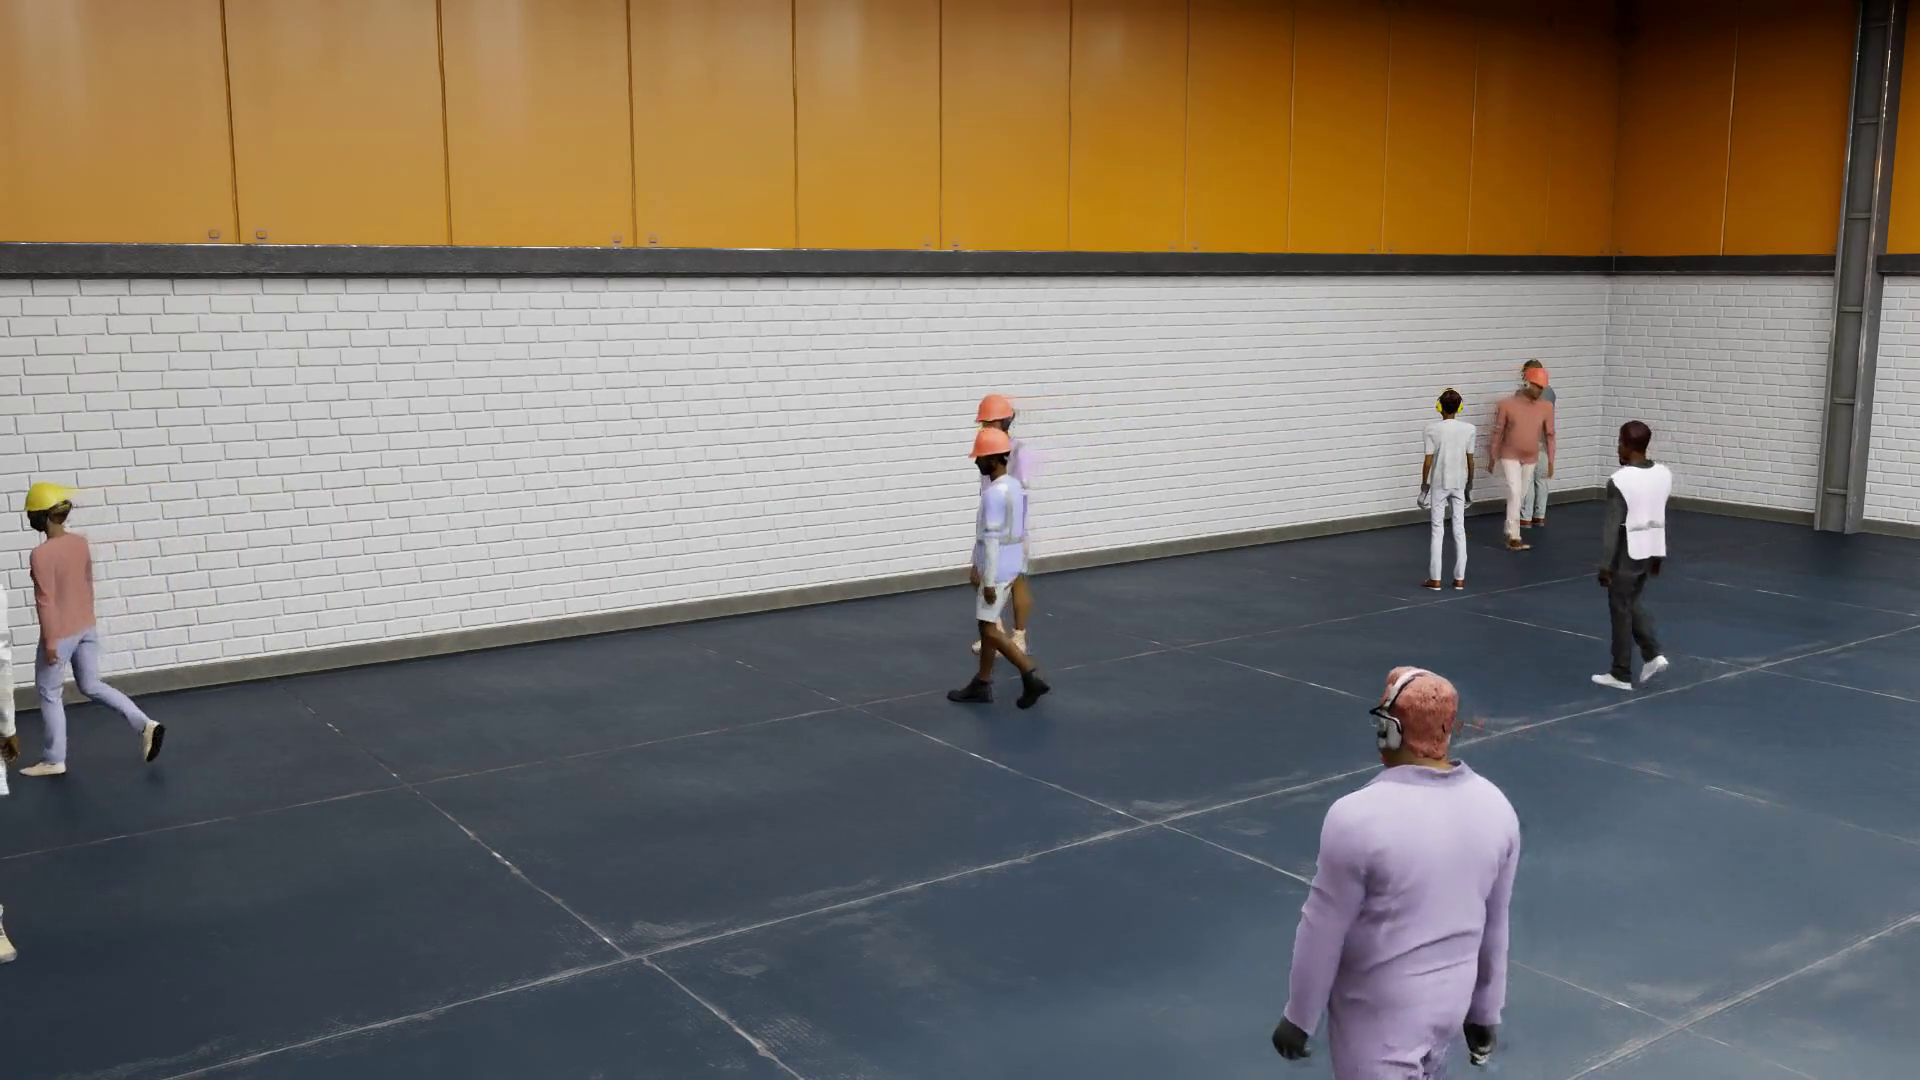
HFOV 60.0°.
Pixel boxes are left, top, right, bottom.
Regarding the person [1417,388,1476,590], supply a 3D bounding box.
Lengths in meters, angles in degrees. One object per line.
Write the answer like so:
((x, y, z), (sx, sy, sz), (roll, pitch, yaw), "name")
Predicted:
((4.498, -0.467, 15.388), (0.519, 1.874, 0.331), (0, 9, -1), "person")

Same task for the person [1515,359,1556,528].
((6.559, -1.104, 19.105), (0.635, 1.937, 0.355), (-6, 11, -34), "person")

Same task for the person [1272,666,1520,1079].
((1.248, 1.285, 4.582), (0.640, 1.875, 0.911), (-5, 11, -30), "person")

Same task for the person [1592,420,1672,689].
((4.708, 0.114, 11.678), (0.613, 1.908, 0.440), (-6, 11, -32), "person")

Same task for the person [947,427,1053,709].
((0.272, 0.197, 11.157), (0.745, 1.919, 0.552), (3, 10, 18), "person")

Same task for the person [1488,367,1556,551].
((5.930, -0.851, 17.521), (0.639, 1.936, 0.916), (-1, 9, -7), "person")

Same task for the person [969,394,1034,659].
((0.312, -0.092, 12.599), (0.518, 2.020, 0.624), (-8, 12, -41), "person")

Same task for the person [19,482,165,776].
((-5.119, 0.522, 9.683), (0.739, 1.741, 0.532), (0, 9, 2), "person")

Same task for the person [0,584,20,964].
((-4.445, 0.793, 7.205), (0.851, 2.020, 0.614), (9, 13, 43), "person")
